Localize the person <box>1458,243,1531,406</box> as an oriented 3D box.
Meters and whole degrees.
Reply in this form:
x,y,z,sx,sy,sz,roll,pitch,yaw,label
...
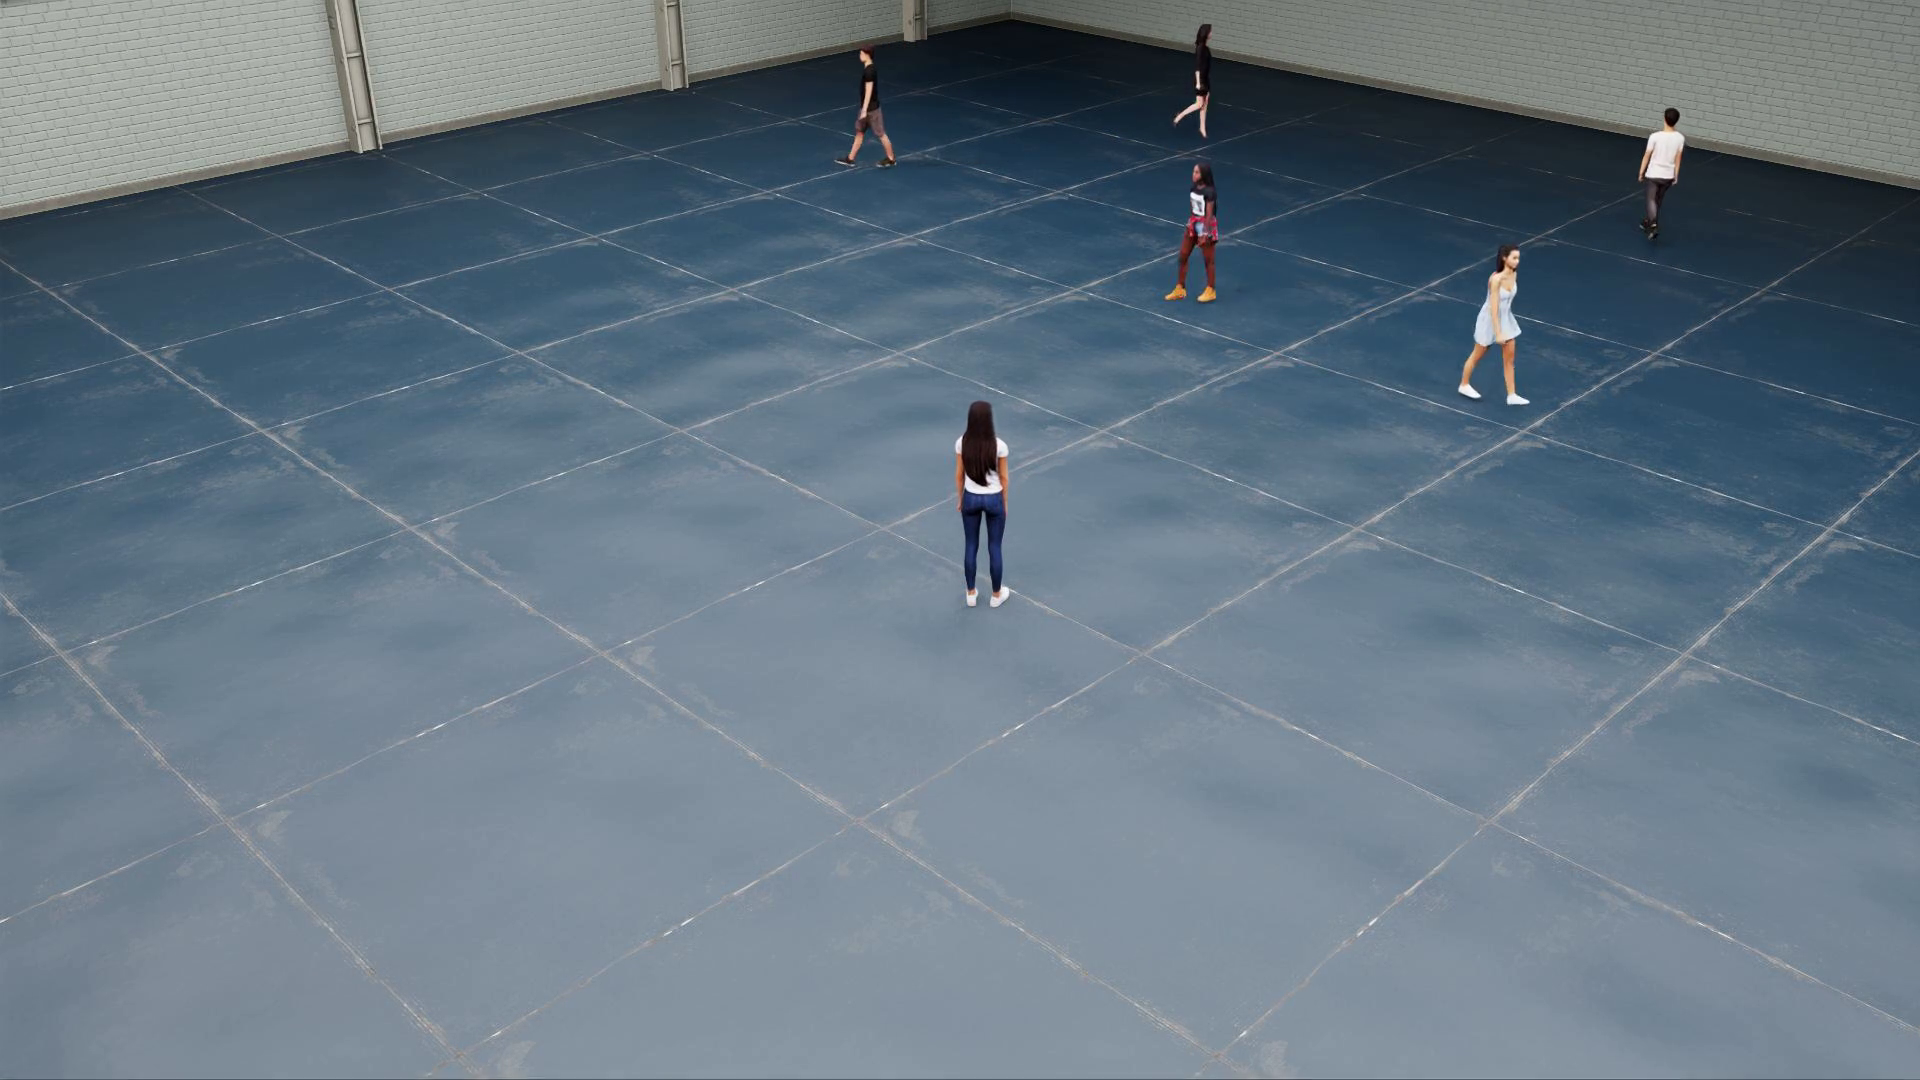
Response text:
x,y,z,sx,sy,sz,roll,pitch,yaw,label
5.410,-2.227,17.081,0.977,1.695,0.726,-19,33,-31,person

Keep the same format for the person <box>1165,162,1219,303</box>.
x,y,z,sx,sy,sz,roll,pitch,yaw,label
2.945,-3.647,19.740,0.888,1.702,0.692,-18,33,-30,person

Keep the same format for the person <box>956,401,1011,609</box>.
x,y,z,sx,sy,sz,roll,pitch,yaw,label
0.187,-0.281,13.342,0.665,1.775,0.674,7,29,14,person

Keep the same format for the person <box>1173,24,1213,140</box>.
x,y,z,sx,sy,sz,roll,pitch,yaw,label
3.757,-7.288,26.479,0.839,1.793,0.893,13,31,22,person

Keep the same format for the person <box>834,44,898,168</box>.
x,y,z,sx,sy,sz,roll,pitch,yaw,label
-1.256,-6.452,24.888,1.287,1.813,1.130,-5,28,-9,person

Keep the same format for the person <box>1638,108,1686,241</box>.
x,y,z,sx,sy,sz,roll,pitch,yaw,label
9.235,-4.800,21.915,1.056,1.692,1.143,1,28,2,person
